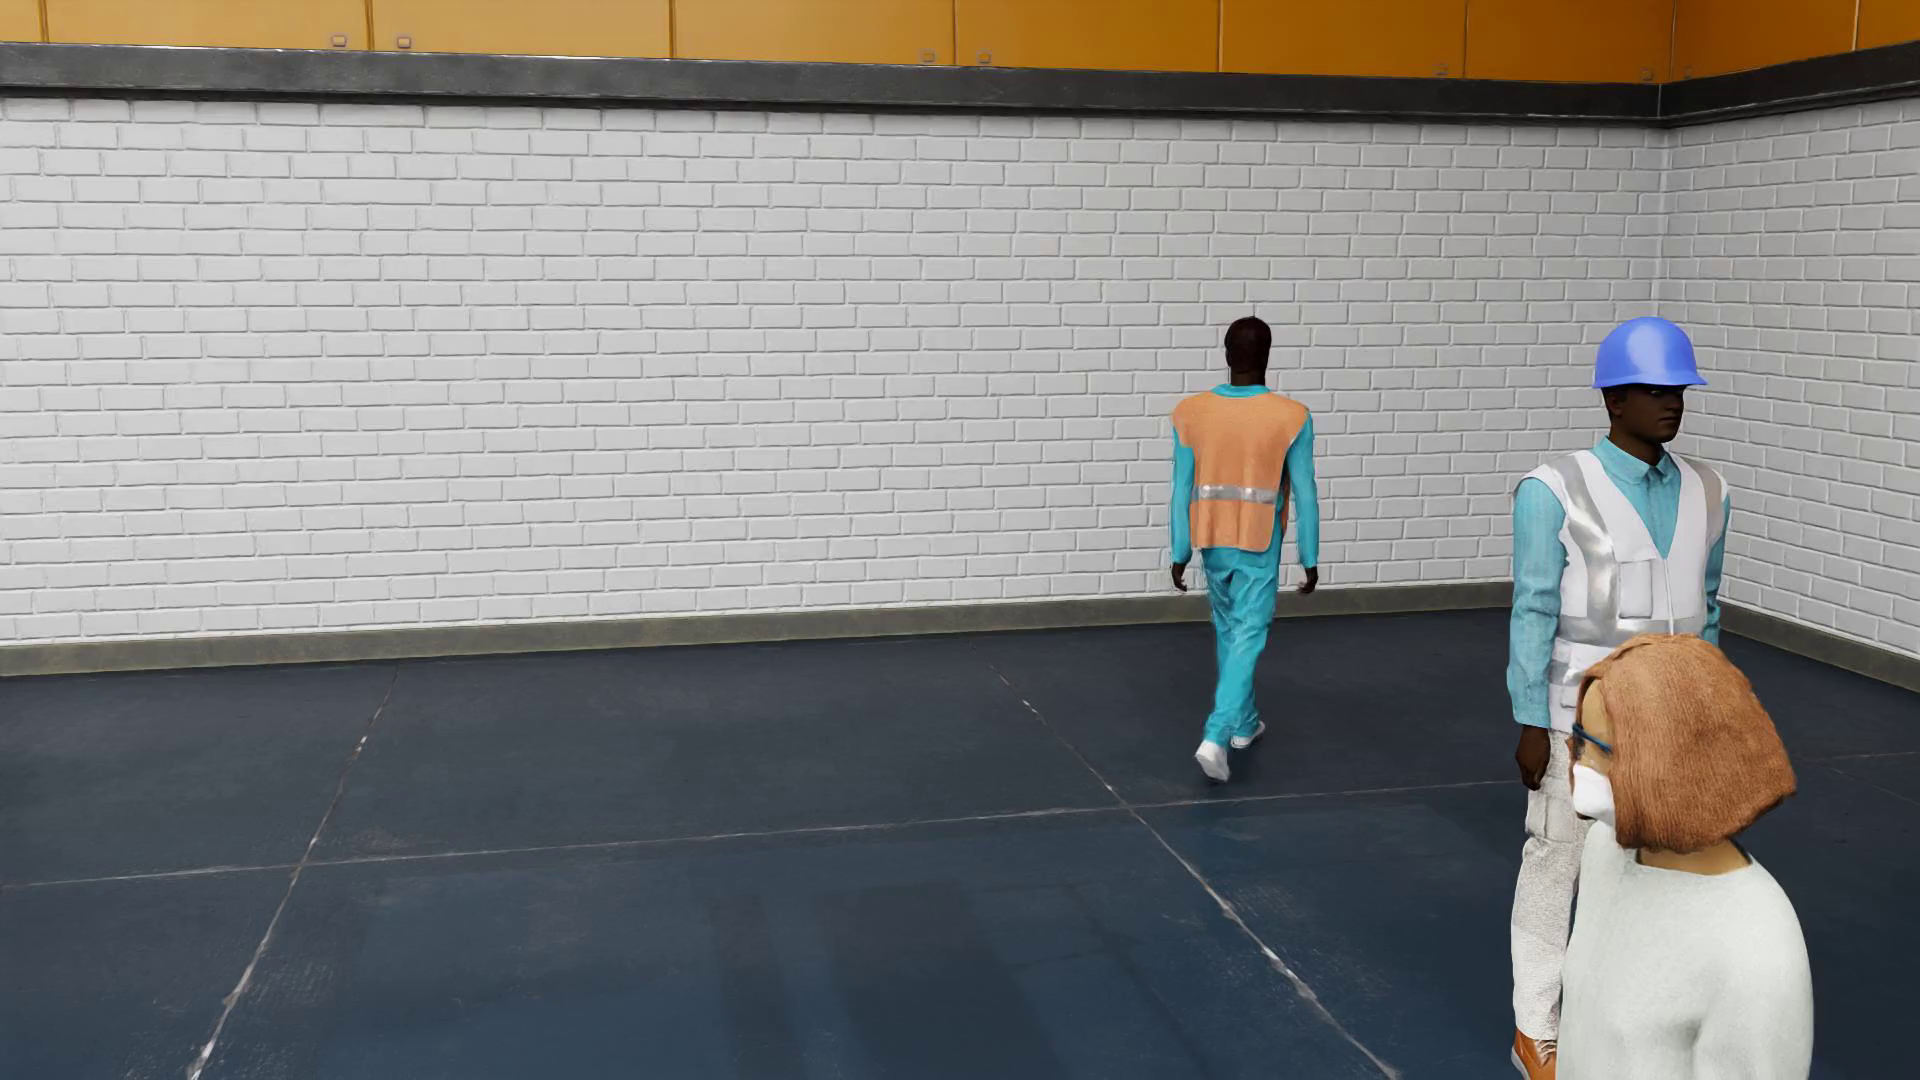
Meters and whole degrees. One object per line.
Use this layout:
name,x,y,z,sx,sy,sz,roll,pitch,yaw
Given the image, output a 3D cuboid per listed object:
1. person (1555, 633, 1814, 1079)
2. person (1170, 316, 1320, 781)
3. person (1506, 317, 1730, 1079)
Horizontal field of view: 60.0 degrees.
person,0.887,0.919,2.143,0.272,1.627,0.502,0,9,-1
person,1.155,0.020,6.862,0.606,1.881,0.967,5,10,27
person,1.643,0.423,4.171,0.605,1.951,0.380,-3,10,-17
